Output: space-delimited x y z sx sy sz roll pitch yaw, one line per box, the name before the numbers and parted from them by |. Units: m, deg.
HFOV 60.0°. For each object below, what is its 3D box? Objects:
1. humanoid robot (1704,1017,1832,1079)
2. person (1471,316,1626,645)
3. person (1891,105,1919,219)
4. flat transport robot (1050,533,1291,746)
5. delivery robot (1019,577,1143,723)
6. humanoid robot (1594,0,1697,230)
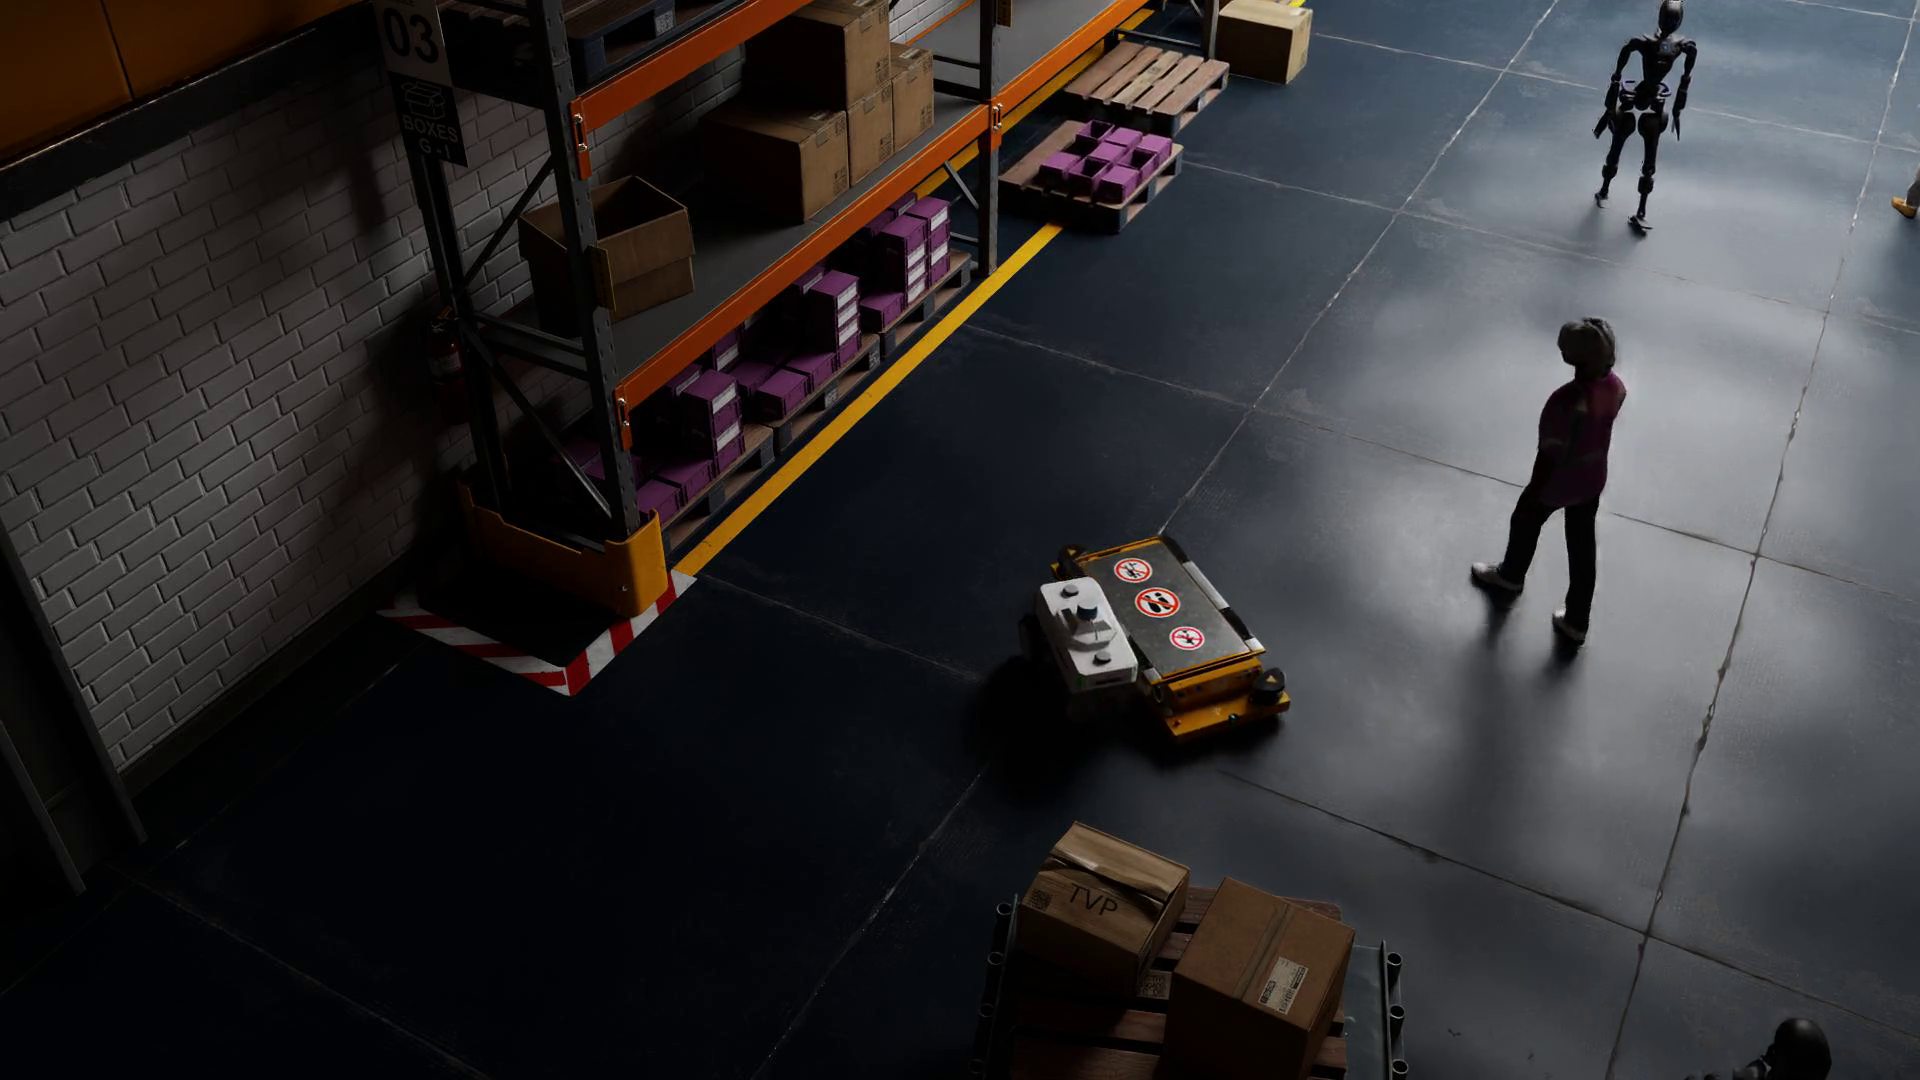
humanoid robot | 2.499 2.118 5.436 0.608 1.648 0.341 4 39 5
person | 3.063 -0.310 8.362 0.596 1.805 0.777 -14 41 -17
person | 7.230 -3.196 11.915 0.558 1.896 0.356 4 39 5
flat transport robot | 1.067 0.455 8.650 0.659 0.231 1.431 -15 41 -17
delivery robot | 0.632 0.521 8.328 0.518 0.580 0.744 -9 40 -11
humanoid robot | 4.909 -3.061 11.937 0.593 1.629 0.720 3 39 4
